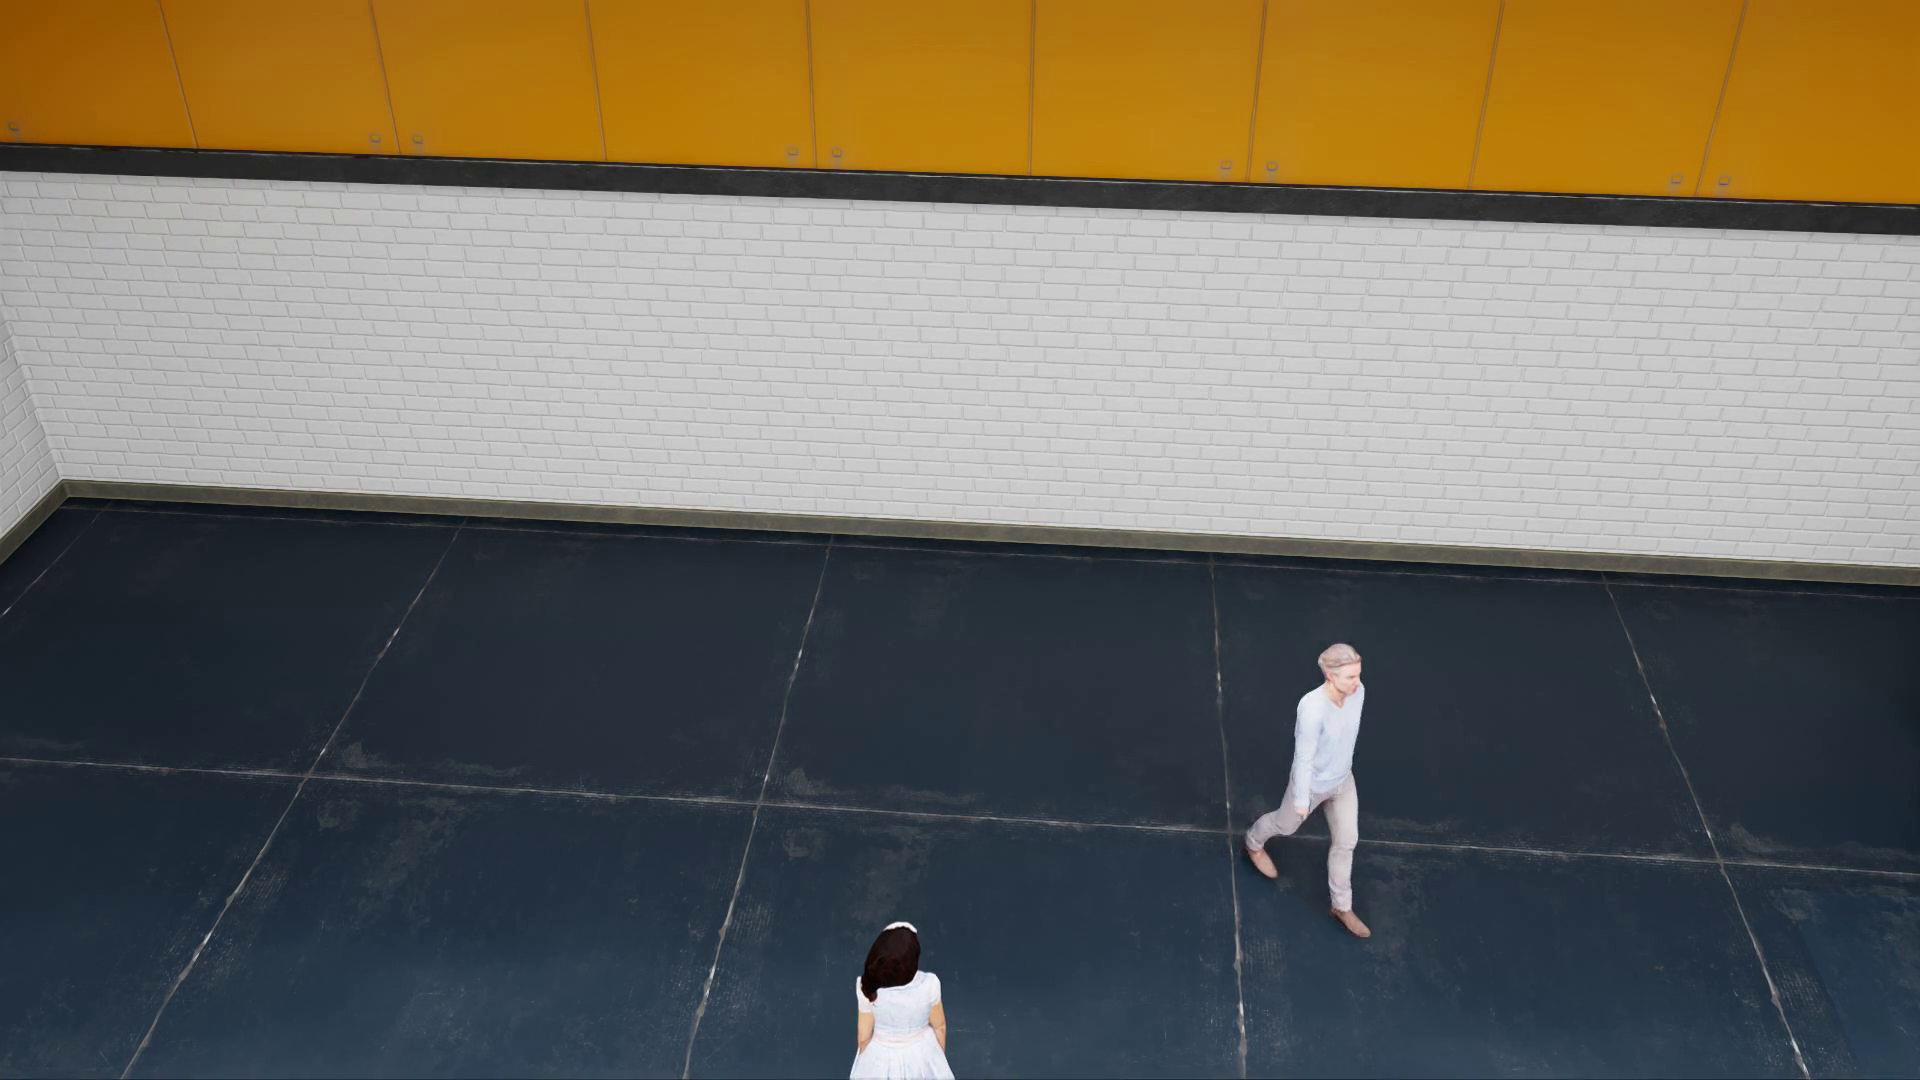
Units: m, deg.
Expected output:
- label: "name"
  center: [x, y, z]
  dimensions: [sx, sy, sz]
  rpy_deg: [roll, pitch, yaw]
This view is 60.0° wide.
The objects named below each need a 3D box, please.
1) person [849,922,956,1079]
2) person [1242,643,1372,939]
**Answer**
- label: "person"
  center: [-0.273, 2.483, 7.853]
  dimensions: [0.749, 1.816, 0.776]
  rpy_deg: [-3, 34, -5]
- label: "person"
  center: [1.988, 1.344, 9.534]
  dimensions: [1.158, 1.851, 1.291]
  rpy_deg: [-21, 39, -28]
